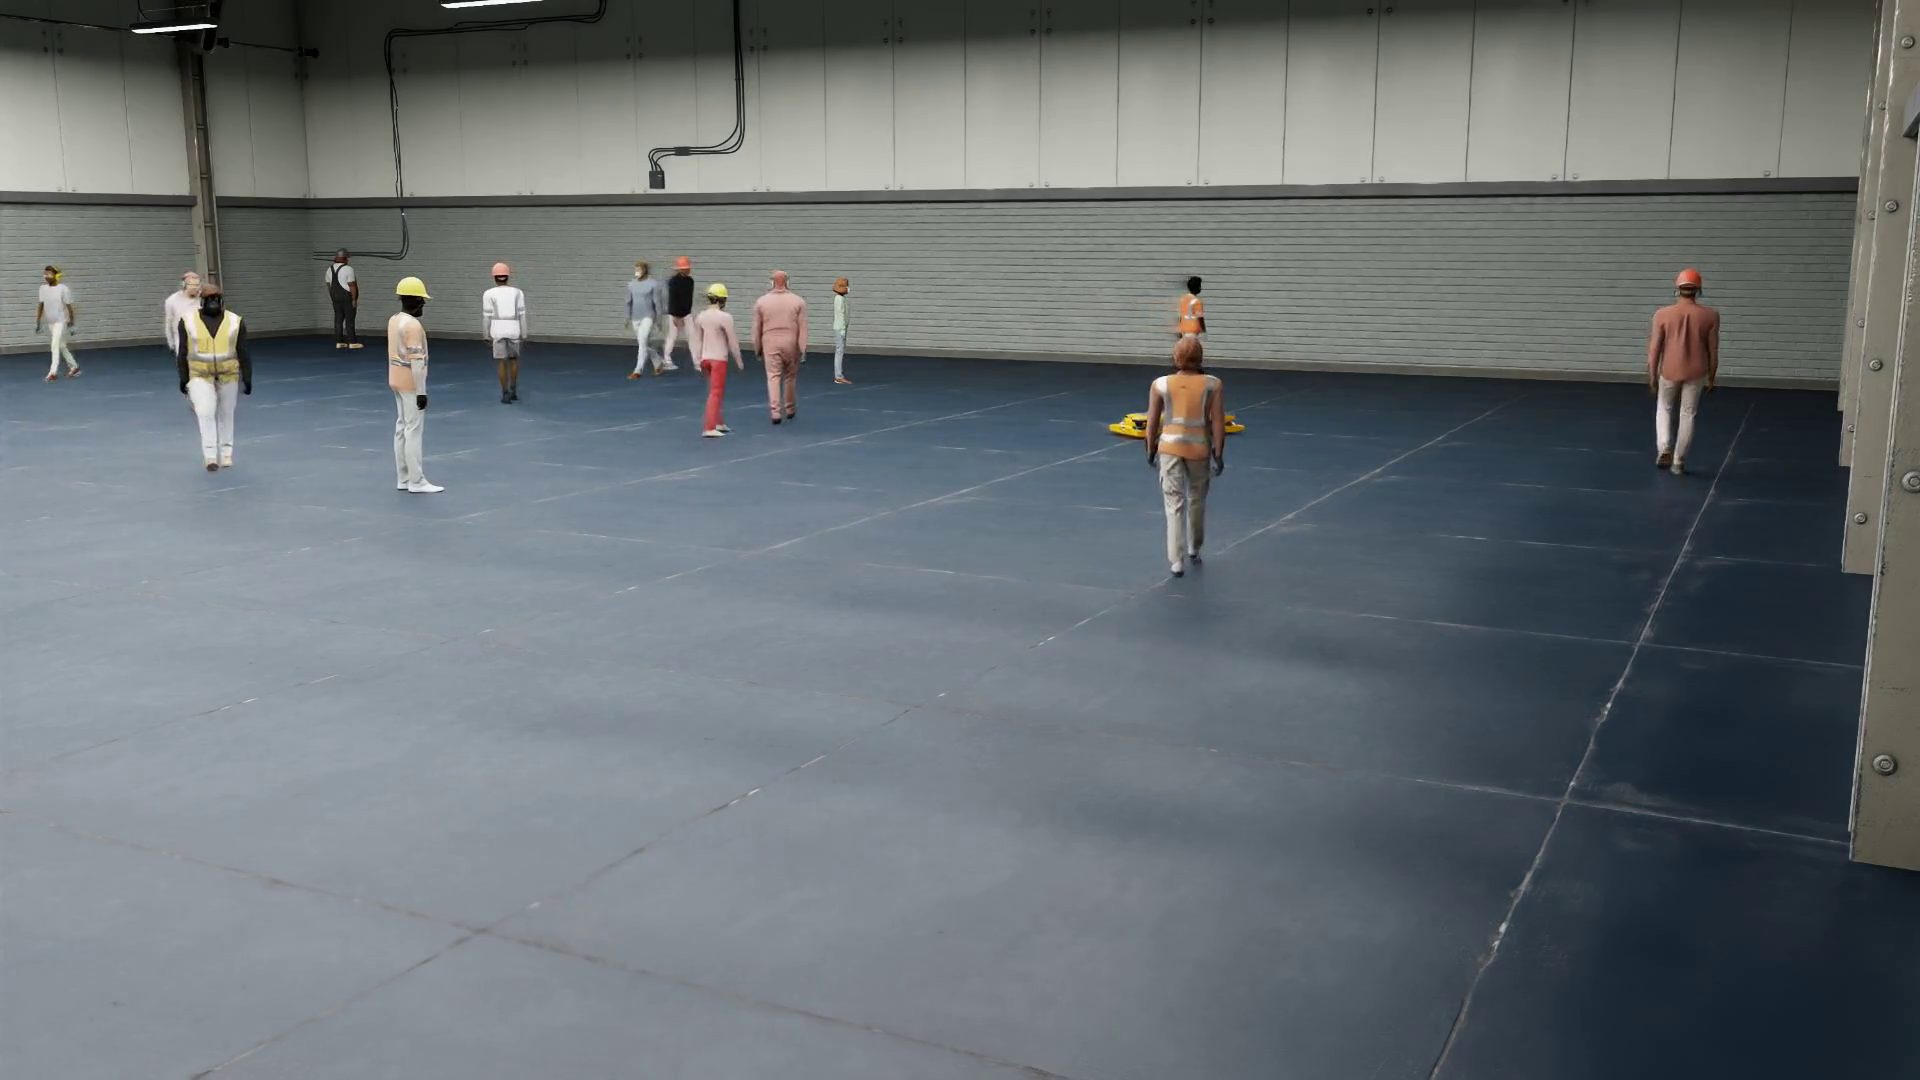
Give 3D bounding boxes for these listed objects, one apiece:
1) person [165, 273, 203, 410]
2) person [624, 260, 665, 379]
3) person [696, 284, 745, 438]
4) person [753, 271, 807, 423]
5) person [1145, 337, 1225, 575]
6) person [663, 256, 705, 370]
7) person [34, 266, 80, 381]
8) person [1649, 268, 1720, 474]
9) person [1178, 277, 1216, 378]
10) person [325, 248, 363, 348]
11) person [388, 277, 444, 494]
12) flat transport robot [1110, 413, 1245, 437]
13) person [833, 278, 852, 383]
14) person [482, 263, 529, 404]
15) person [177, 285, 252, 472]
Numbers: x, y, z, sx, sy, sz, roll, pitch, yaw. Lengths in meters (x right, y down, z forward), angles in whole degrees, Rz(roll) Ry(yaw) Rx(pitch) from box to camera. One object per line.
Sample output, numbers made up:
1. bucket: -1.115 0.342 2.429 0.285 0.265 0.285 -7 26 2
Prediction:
1. person: -9.926 -2.551 21.569 0.647 1.832 1.044 -7 12 -32
2. person: -5.081 -3.569 26.907 0.635 1.909 0.970 5 12 27
3. person: -2.725 -2.051 19.058 0.546 1.743 0.703 9 14 41
4. person: -2.217 -2.379 20.526 0.663 1.857 0.990 -1 10 -4
5. person: 1.548 -0.595 11.480 0.543 1.588 0.845 1 10 7
6. person: -4.698 -3.834 28.231 1.013 1.925 0.653 8 13 36
7. person: -14.471 -3.480 26.645 0.519 1.829 0.989 2 11 12
8. person: 6.960 -1.612 16.001 0.624 1.979 0.456 4 11 22
9. person: 3.621 -3.165 25.338 0.842 1.657 0.550 -4 11 -19
10. person: -12.565 -4.944 34.005 0.681 2.000 0.536 5 11 25
11. person: -4.906 -1.380 14.889 0.383 1.924 0.589 -8 13 -36
12. flat transport robot: 2.520 -1.358 19.280 1.431 0.197 0.652 -5 11 -23
13. person: -1.839 -3.262 25.939 0.276 1.633 0.507 -1 10 -7
14. person: -6.271 -2.843 22.886 0.591 1.912 0.678 -5 12 -27
15. person: -7.260 -1.573 16.257 0.654 1.801 0.904 -6 12 -28
